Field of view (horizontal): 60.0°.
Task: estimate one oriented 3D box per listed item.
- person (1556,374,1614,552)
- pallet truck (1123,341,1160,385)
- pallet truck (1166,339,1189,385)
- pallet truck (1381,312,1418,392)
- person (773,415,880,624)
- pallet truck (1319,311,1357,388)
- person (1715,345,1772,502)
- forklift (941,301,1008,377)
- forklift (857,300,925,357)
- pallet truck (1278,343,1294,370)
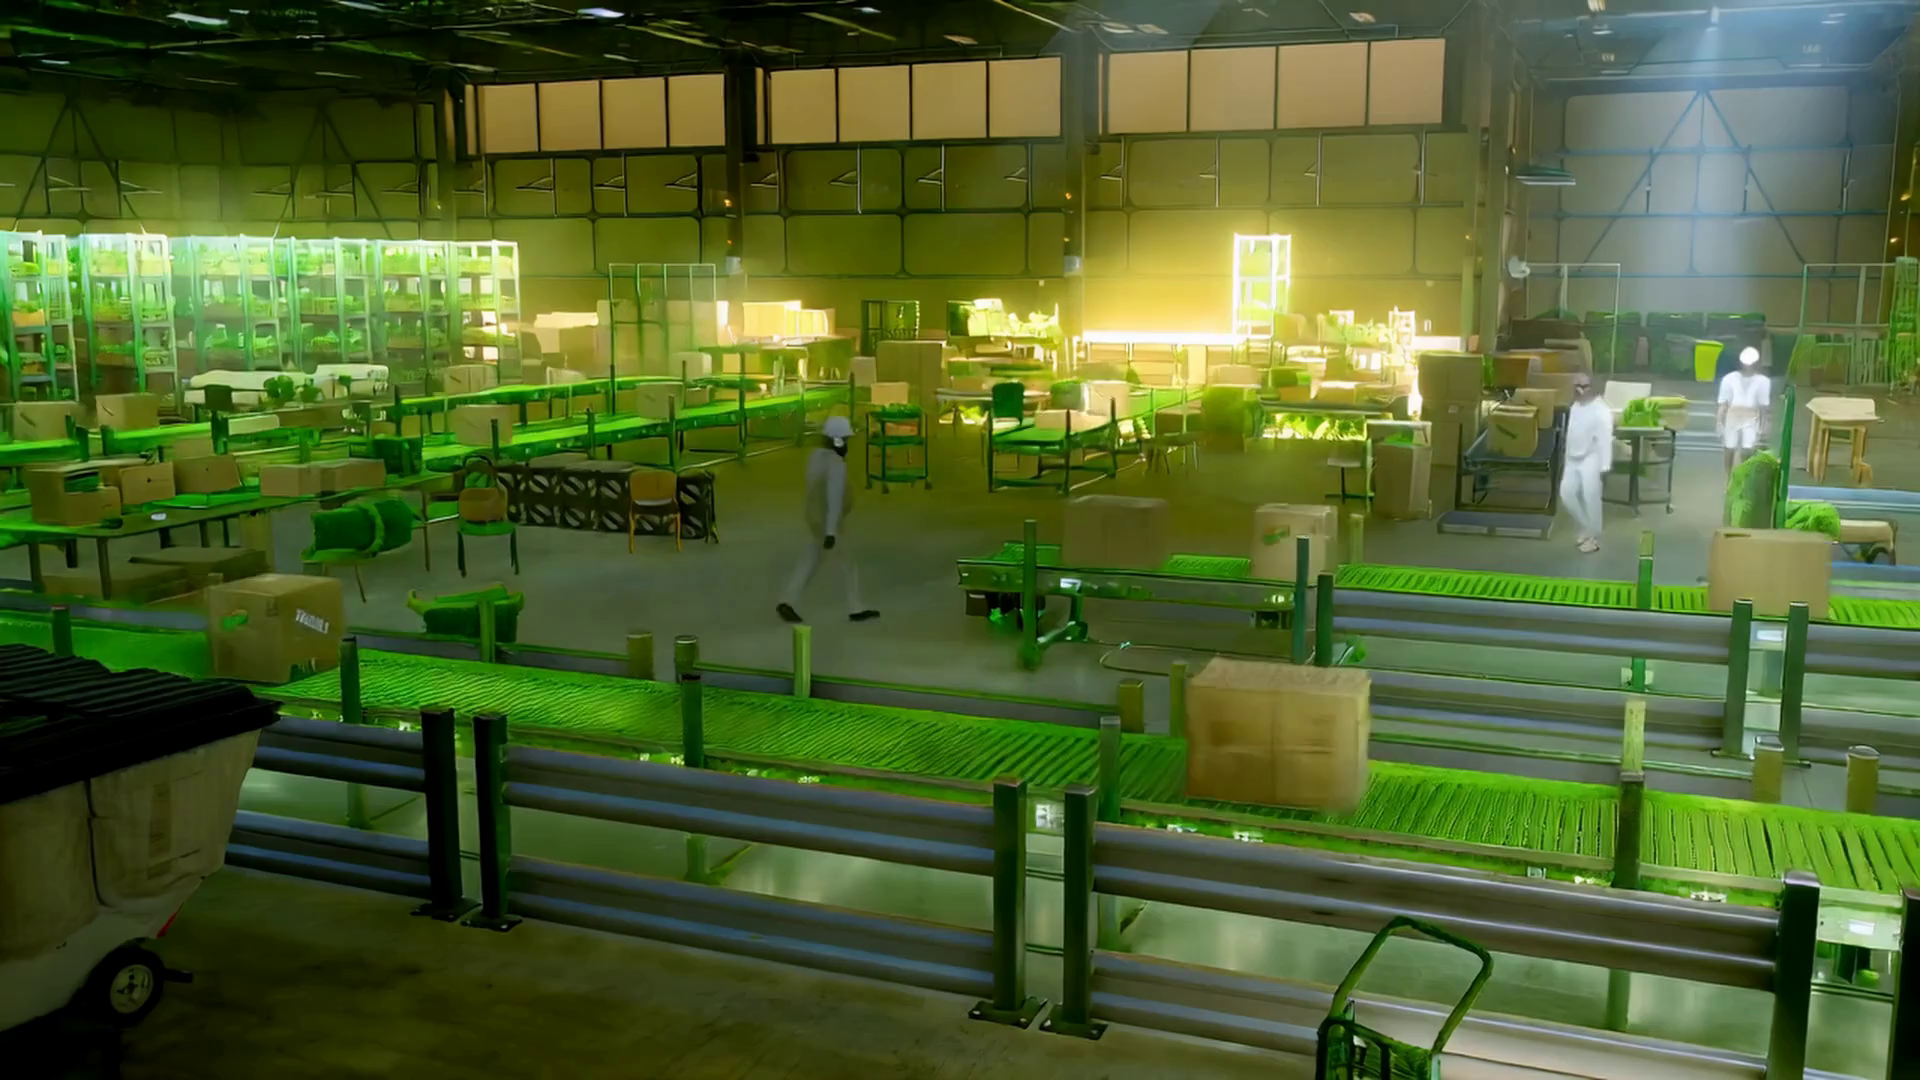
[{"bbox_3d":[6.648,-0.810,17.653,0.456,1.883,0.759,-2,10,-15],"label":"person"},{"bbox_3d":[4.445,-4.380,41.279,0.680,1.201,1.601,4,10,22],"label":"pallet truck"},{"bbox_3d":[5.418,-4.269,40.420,0.704,1.261,1.522,3,10,20],"label":"pallet truck"},{"bbox_3d":[10.207,-4.283,38.369,0.823,1.965,1.885,3,10,20],"label":"pallet truck"},{"bbox_3d":[-1.158,-0.164,14.053,0.892,1.794,0.588,-5,11,-30],"label":"person"},{"bbox_3d":[9.071,-4.419,39.190,0.823,1.965,1.885,5,10,26],"label":"pallet truck"},{"bbox_3d":[10.174,-1.528,21.625,0.630,2.024,0.815,5,10,26],"label":"person"},{"bbox_3d":[0.365,-4.966,41.571,1.157,1.987,2.680,3,10,20],"label":"forklift"},{"bbox_3d":[-1.732,-5.109,42.468,1.157,1.987,2.680,4,10,22],"label":"forklift"},{"bbox_3d":[7.886,-4.163,39.743,0.653,1.274,1.630,4,10,22],"label":"pallet truck"}]
